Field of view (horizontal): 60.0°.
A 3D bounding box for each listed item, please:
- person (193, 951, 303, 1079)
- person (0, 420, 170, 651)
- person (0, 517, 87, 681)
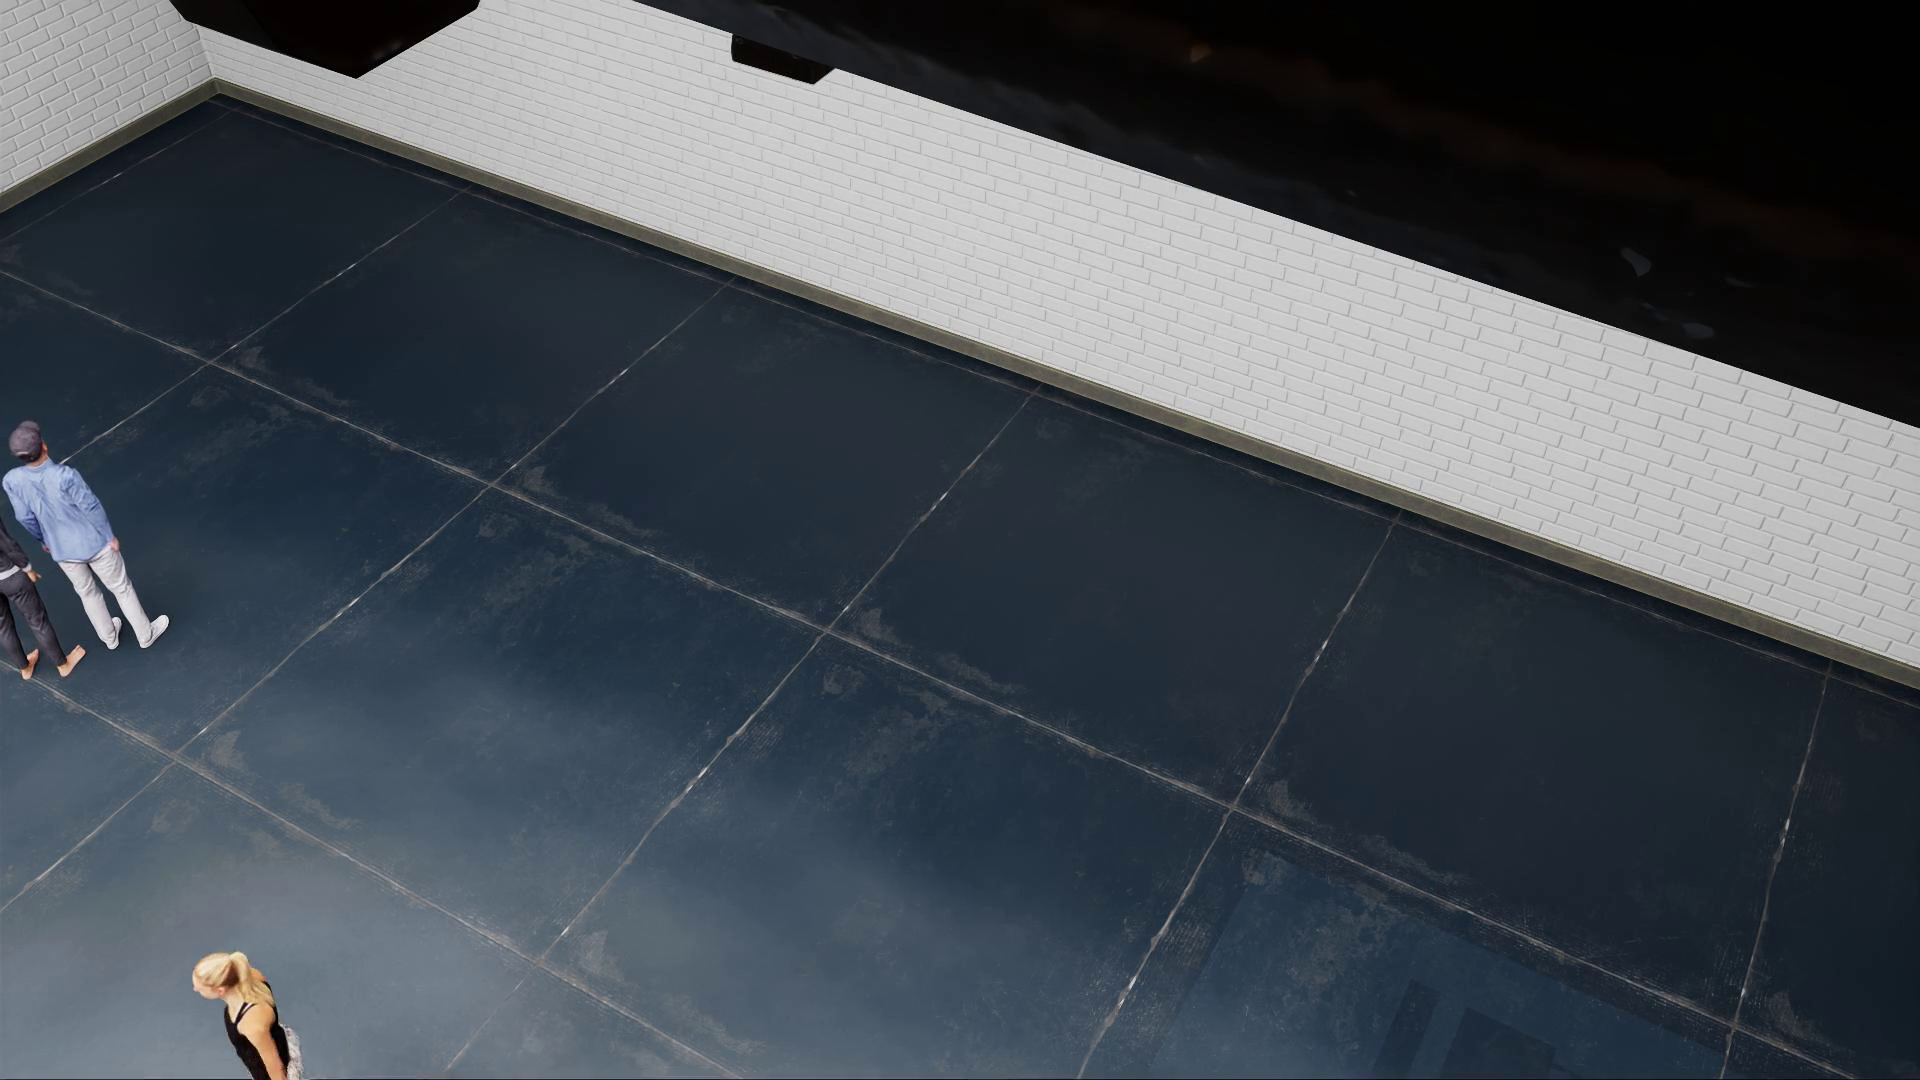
[{"bbox_3d":[-3.234,2.500,8.067,0.908,1.835,0.818,-17,46,-17],"label":"person"},{"bbox_3d":[-5.646,0.000,10.655,0.744,1.885,0.757,-1,44,-1],"label":"person"},{"bbox_3d":[-6.102,0.213,10.517,0.690,1.767,0.706,-3,44,-3],"label":"person"}]
